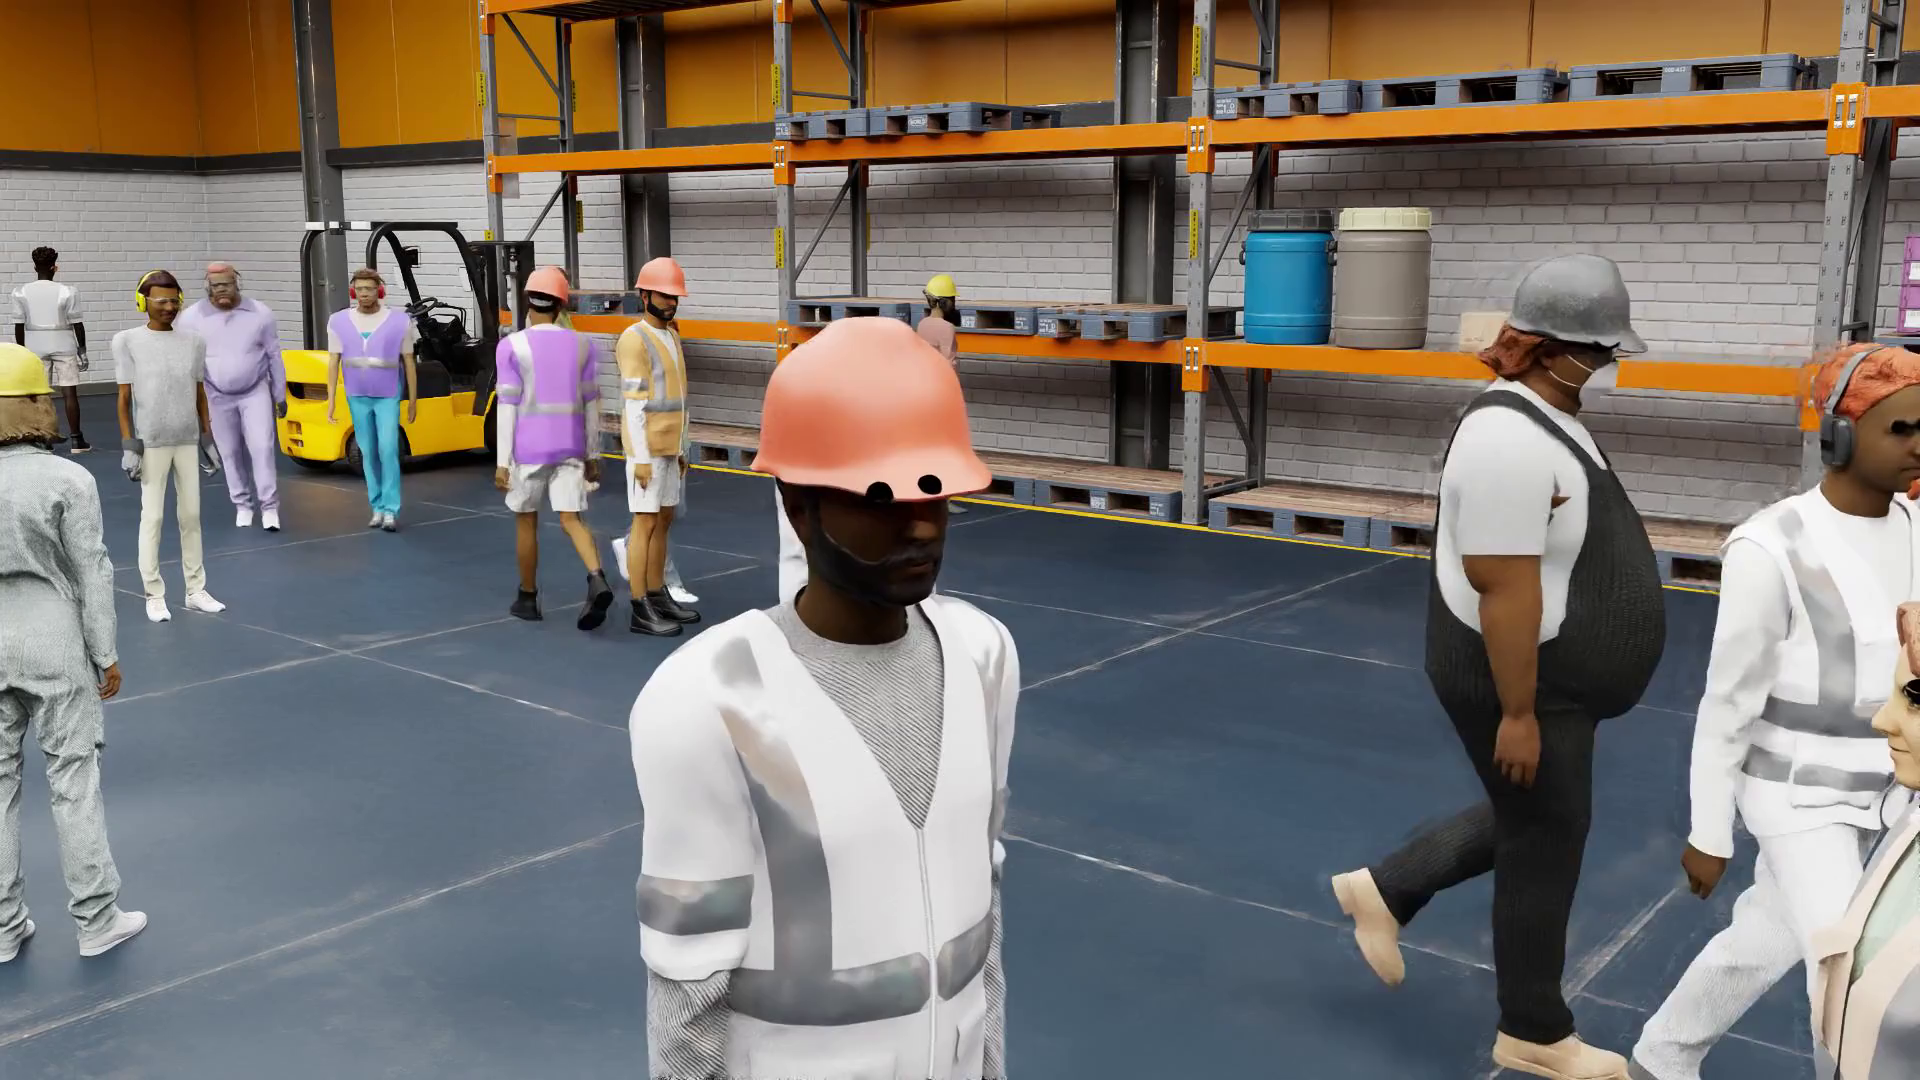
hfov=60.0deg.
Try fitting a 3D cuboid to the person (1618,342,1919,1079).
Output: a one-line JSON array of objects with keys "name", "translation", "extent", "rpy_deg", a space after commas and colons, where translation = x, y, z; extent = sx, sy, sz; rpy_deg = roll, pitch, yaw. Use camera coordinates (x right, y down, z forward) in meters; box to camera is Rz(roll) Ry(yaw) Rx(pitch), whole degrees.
[{"name": "person", "translation": [1.726, 0.521, 3.344], "extent": [0.591, 1.839, 1.000], "rpy_deg": [-6, 12, -29]}]

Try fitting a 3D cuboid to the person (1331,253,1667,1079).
[{"name": "person", "translation": [1.324, 0.284, 4.054], "extent": [0.723, 2.000, 0.689], "rpy_deg": [5, 11, 25]}]

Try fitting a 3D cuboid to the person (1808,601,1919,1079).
[{"name": "person", "translation": [1.144, 0.866, 1.944], "extent": [0.306, 1.640, 0.522], "rpy_deg": [3, 11, 14]}]

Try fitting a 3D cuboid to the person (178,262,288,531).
[{"name": "person", "translation": [-5.016, -0.976, 11.519], "extent": [0.658, 1.866, 0.883], "rpy_deg": [-4, 11, -21]}]

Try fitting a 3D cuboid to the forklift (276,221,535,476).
[{"name": "forklift", "translation": [-4.922, -1.741, 14.854], "extent": [1.214, 2.155, 2.313], "rpy_deg": [8, 13, 38]}]

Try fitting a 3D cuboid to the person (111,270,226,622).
[{"name": "person", "translation": [-4.239, -0.505, 8.924], "extent": [0.328, 1.865, 0.509], "rpy_deg": [8, 13, 39]}]

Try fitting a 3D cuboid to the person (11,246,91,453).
[{"name": "person", "translation": [-8.606, -1.794, 15.772], "extent": [0.613, 1.964, 0.361], "rpy_deg": [-3, 11, -16]}]

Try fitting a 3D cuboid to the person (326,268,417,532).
[{"name": "person", "translation": [-4.087, -0.953, 11.513], "extent": [0.574, 1.820, 0.782], "rpy_deg": [-1, 10, -4]}]

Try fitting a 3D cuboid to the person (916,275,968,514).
[{"name": "person", "translation": [-0.155, -1.077, 12.359], "extent": [0.329, 1.769, 0.526], "rpy_deg": [-5, 12, -28]}]

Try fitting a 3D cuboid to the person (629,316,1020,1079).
[{"name": "person", "translation": [-0.114, 0.703, 2.022], "extent": [0.547, 1.937, 0.379], "rpy_deg": [-9, 14, -42]}]

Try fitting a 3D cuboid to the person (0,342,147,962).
[{"name": "person", "translation": [-2.623, 0.320, 4.689], "extent": [0.492, 1.740, 0.325], "rpy_deg": [-1, 10, -7]}]

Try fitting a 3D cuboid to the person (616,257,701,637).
[{"name": "person", "translation": [-1.544, -0.481, 8.593], "extent": [0.376, 1.934, 0.546], "rpy_deg": [2, 11, 14]}]

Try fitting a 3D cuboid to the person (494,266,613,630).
[{"name": "person", "translation": [-2.106, -0.470, 8.650], "extent": [0.581, 1.898, 0.874], "rpy_deg": [-8, 13, -38]}]

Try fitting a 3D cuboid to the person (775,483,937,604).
[{"name": "person", "translation": [-0.348, 0.206, 5.172], "extent": [0.860, 1.799, 0.591], "rpy_deg": [5, 11, 27]}]

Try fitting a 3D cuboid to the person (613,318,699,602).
[{"name": "person", "translation": [-1.751, -0.468, 9.406], "extent": [0.619, 1.620, 0.507], "rpy_deg": [5, 12, 27]}]

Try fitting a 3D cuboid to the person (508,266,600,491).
[{"name": "person", "translation": [-3.326, -1.283, 13.369], "extent": [0.734, 1.821, 0.632], "rpy_deg": [-1, 10, -4]}]
